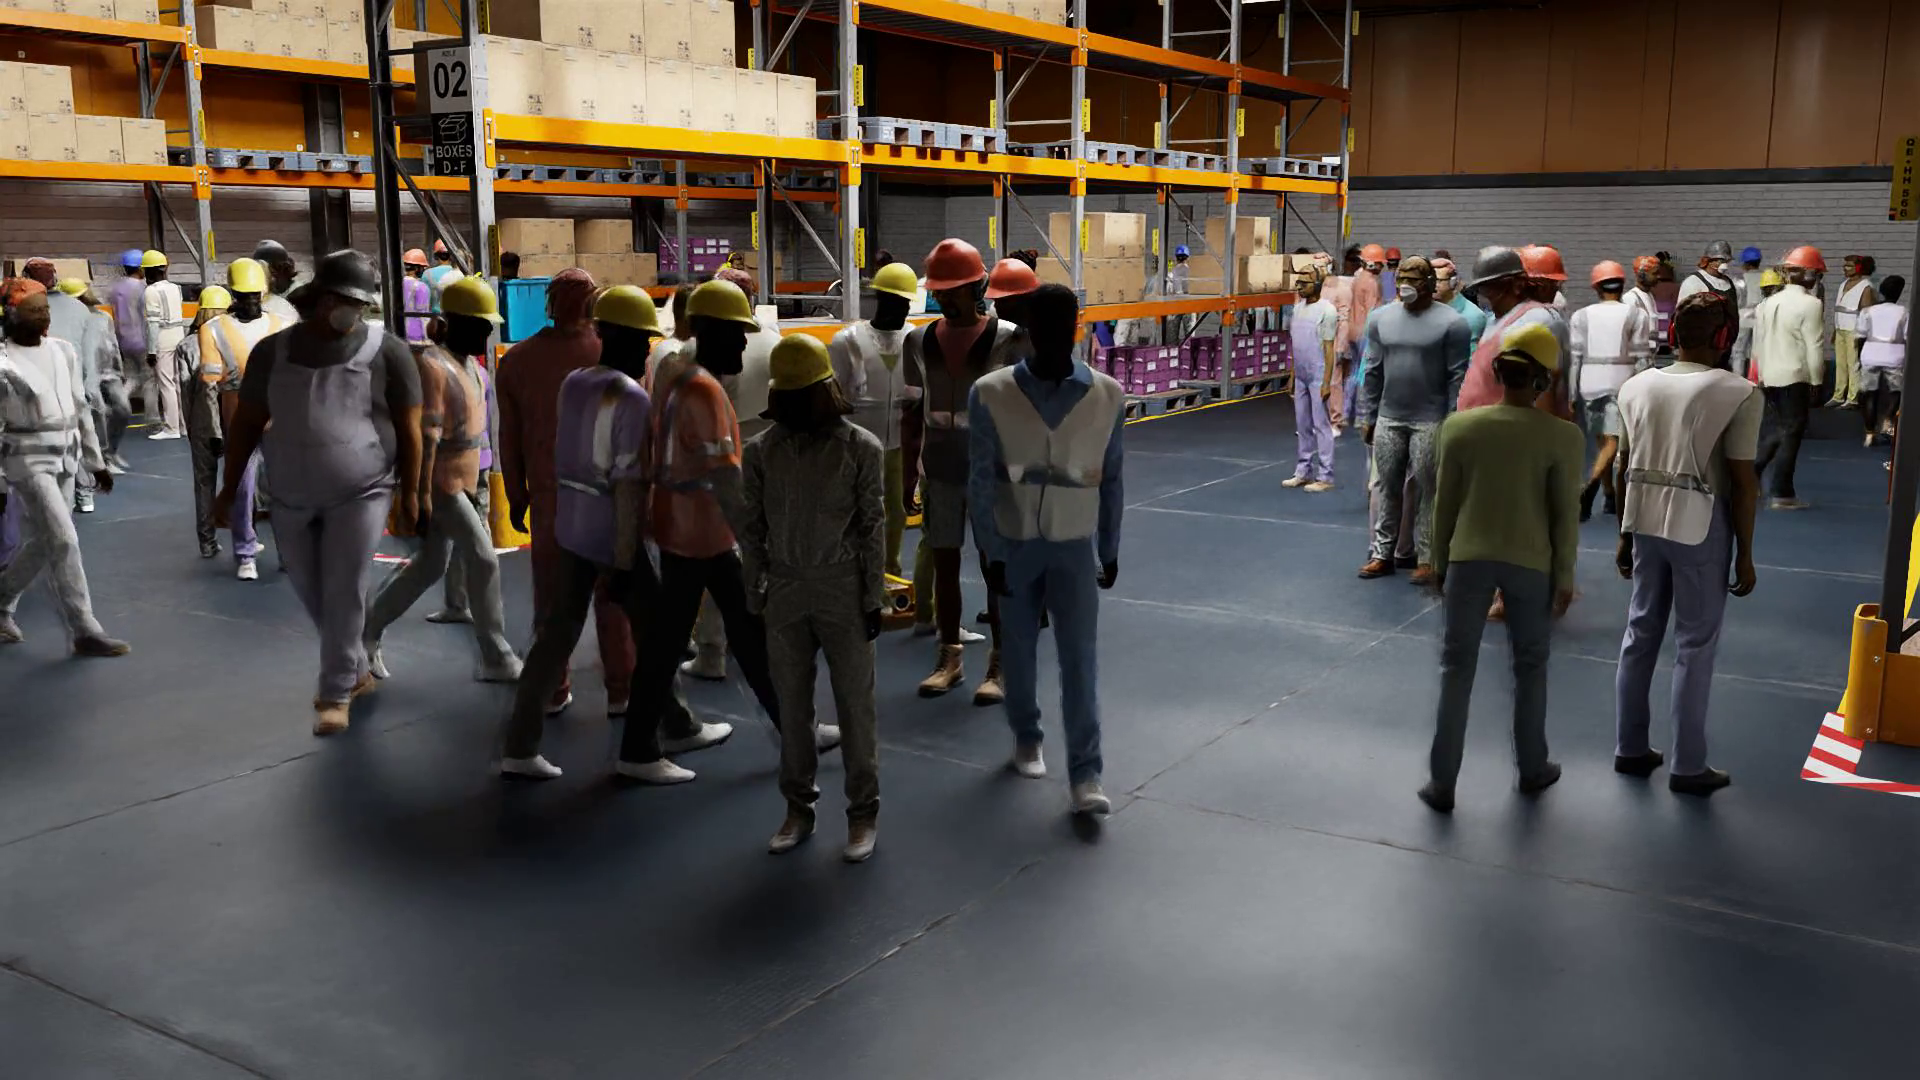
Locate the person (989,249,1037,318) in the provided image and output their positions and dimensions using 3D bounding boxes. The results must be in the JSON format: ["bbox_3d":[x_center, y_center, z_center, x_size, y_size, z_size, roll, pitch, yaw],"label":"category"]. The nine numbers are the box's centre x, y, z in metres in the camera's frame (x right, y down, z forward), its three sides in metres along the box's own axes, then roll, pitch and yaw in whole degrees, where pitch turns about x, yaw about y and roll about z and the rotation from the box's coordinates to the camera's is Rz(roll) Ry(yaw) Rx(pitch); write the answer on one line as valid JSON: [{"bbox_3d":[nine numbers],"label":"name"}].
[{"bbox_3d":[0.464,-1.140,12.192,0.599,1.958,0.373,7,12,34],"label":"person"}]

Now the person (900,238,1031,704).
[{"bbox_3d":[0.009,-0.295,7.306,0.613,2.031,0.402,4,11,22],"label":"person"}]

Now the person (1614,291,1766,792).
[{"bbox_3d":[2.656,0.010,6.147,0.393,1.836,0.560,-6,12,-31],"label":"person"}]

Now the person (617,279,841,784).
[{"bbox_3d":[-0.850,-0.015,6.191,0.977,1.868,0.641,-1,10,-4],"label":"person"}]

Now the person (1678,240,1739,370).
[{"bbox_3d":[7.710,-2.064,17.069,0.681,2.000,0.535,-5,11,-26],"label":"person"}]

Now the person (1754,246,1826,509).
[{"bbox_3d":[6.236,-1.204,12.486,0.451,1.975,0.631,0,10,-2],"label":"person"}]

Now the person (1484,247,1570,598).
[{"bbox_3d":[3.202,-0.653,9.418,0.617,1.987,0.412,-6,12,-30],"label":"person"}]

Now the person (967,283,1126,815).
[{"bbox_3d":[0.323,0.027,5.963,0.582,1.859,0.971,-1,10,-4],"label":"person"}]

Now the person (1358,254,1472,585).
[{"bbox_3d":[2.675,-0.706,9.826,0.629,1.939,0.371,8,13,39],"label":"person"}]

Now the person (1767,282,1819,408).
[{"bbox_3d":[10.073,-2.516,20.035,0.584,1.878,0.368,-7,12,-34],"label":"person"}]

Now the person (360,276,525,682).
[{"bbox_3d":[-2.423,-0.265,7.589,0.950,1.875,0.611,0,10,-3],"label":"person"}]

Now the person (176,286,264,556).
[{"bbox_3d":[-4.740,-0.758,10.685,0.479,1.733,0.332,-2,10,-9],"label":"person"}]

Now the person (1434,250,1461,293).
[{"bbox_3d":[7.507,-3.487,25.406,0.698,1.877,0.659,-2,10,-10],"label":"person"}]

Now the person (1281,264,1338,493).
[{"bbox_3d":[2.833,-1.299,13.409,0.349,1.837,0.502,-5,11,-25],"label":"person"}]

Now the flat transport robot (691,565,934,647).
[{"bbox_3d":[-0.819,0.329,8.714,1.431,0.197,0.652,-6,12,-32],"label":"flat transport robot"}]

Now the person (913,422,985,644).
[{"bbox_3d":[-0.071,-0.295,8.397,0.268,1.631,0.507,-5,12,-27],"label":"person"}]

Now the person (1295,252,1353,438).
[{"bbox_3d":[3.695,-1.985,17.047,0.399,1.900,0.635,-9,14,-41],"label":"person"}]

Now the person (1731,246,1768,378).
[{"bbox_3d":[9.978,-2.727,21.007,0.615,1.943,0.408,0,10,1],"label":"person"}]

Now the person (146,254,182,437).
[{"bbox_3d":[-8.199,-1.999,17.145,0.356,1.882,0.574,-2,10,-9],"label":"person"}]

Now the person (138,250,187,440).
[{"bbox_3d":[-8.120,-1.980,16.950,0.397,1.919,0.586,0,10,0],"label":"person"}]

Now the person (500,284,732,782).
[{"bbox_3d":[-1.361,-0.024,6.281,0.608,1.867,1.017,9,14,42],"label":"person"}]

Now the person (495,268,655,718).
[{"bbox_3d":[-1.603,-0.189,7.055,0.655,1.904,0.407,1,10,6],"label":"person"}]

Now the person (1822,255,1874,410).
[{"bbox_3d":[10.646,-2.474,19.875,0.389,1.847,0.567,-1,10,-6],"label":"person"}]

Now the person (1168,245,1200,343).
[{"bbox_3d":[3.417,-3.559,25.624,0.603,1.943,0.398,2,10,8],"label":"person"}]

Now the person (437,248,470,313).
[{"bbox_3d":[-5.718,-2.368,19.065,0.627,1.933,0.377,8,13,37],"label":"person"}]

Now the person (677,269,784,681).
[{"bbox_3d":[-1.044,-0.302,7.728,0.653,1.894,0.401,-8,13,-39],"label":"person"}]

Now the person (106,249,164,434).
[{"bbox_3d":[-8.560,-2.040,17.234,0.614,1.928,0.612,6,12,28],"label":"person"}]

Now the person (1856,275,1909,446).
[{"bbox_3d":[9.049,-1.745,16.280,0.540,1.686,0.366,9,13,40],"label":"person"}]

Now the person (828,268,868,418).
[{"bbox_3d":[-1.144,-2.188,18.144,0.598,1.906,0.404,-4,11,-22],"label":"person"}]

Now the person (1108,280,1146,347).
[{"bbox_3d":[2.239,-2.968,22.631,0.626,1.844,0.429,-10,14,-43],"label":"person"}]

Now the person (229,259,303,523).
[{"bbox_3d":[-4.916,-1.083,12.063,0.621,1.902,0.881,8,13,38],"label":"person"}]

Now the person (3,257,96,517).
[{"bbox_3d":[-6.671,-1.111,12.190,0.402,1.903,0.644,7,12,33],"label":"person"}]

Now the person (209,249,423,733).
[{"bbox_3d":[-2.699,-0.246,6.991,0.775,2.000,0.617,0,10,1],"label":"person"}]

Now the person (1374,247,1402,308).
[{"bbox_3d":[6.089,-3.153,23.436,0.585,1.915,0.694,3,11,18],"label":"person"}]

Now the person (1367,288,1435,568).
[{"bbox_3d":[2.737,-0.748,10.315,0.375,1.844,0.567,-4,11,-19],"label":"person"}]

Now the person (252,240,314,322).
[{"bbox_3d":[-5.321,-1.329,12.997,0.689,2.000,0.537,5,12,28],"label":"person"}]

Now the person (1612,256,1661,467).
[{"bbox_3d":[6.042,-1.584,14.840,0.337,1.882,0.584,8,13,38],"label":"person"}]

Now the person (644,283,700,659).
[{"bbox_3d":[-1.339,-0.326,8.050,0.482,1.812,0.623,-1,10,-3],"label":"person"}]

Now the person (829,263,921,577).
[{"bbox_3d":[-0.446,-0.539,9.009,0.663,1.906,0.446,-4,11,-23],"label":"person"}]

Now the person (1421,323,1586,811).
[{"bbox_3d":[1.948,0.099,5.975,0.525,1.724,0.624,6,12,29],"label":"person"}]

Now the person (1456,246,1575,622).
[{"bbox_3d":[2.892,-0.566,8.769,0.549,2.000,0.755,0,10,3],"label":"person"}]

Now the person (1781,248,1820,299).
[{"bbox_3d":[11.172,-2.946,22.307,0.586,1.921,0.385,1,10,5],"label":"person"}]

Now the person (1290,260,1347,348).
[{"bbox_3d":[4.225,-2.402,19.560,0.675,1.826,0.436,0,10,2],"label":"person"}]

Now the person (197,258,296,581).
[{"bbox_3d":[-4.200,-0.715,9.949,0.591,1.914,0.396,-9,13,-40],"label":"person"}]

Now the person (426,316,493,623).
[{"bbox_3d":[-2.659,-0.379,8.874,0.312,1.632,0.526,3,11,15],"label":"person"}]

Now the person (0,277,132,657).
[{"bbox_3d":[-4.550,-0.357,8.147,0.915,1.856,0.584,2,10,12],"label":"person"}]

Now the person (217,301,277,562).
[{"bbox_3d":[-4.456,-0.694,10.565,0.540,1.647,0.601,-5,11,-24],"label":"person"}]

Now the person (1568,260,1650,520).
[{"bbox_3d":[4.687,-1.082,12.112,0.575,1.888,0.848,8,13,36],"label":"person"}]

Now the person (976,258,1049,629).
[{"bbox_3d":[0.284,-0.483,8.629,0.387,1.929,0.544,-6,12,-31],"label":"person"}]

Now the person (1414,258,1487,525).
[{"bbox_3d":[3.302,-0.993,11.544,0.399,1.899,0.649,-9,14,-41],"label":"person"}]

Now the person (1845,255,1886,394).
[{"bbox_3d":[11.879,-2.823,21.881,0.536,1.824,0.455,8,13,37],"label":"person"}]

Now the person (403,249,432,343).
[{"bbox_3d":[-6.150,-2.316,18.799,0.549,1.924,0.387,7,12,34],"label":"person"}]

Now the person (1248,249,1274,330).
[{"bbox_3d":[4.800,-3.598,26.026,0.586,1.879,0.359,3,11,18],"label":"person"}]

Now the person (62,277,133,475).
[{"bbox_3d":[-7.414,-1.404,14.324,0.367,1.708,0.521,5,11,25],"label":"person"}]

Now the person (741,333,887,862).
[{"bbox_3d":[-0.484,0.191,5.444,0.490,1.729,0.323,2,10,11],"label":"person"}]

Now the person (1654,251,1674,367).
[{"bbox_3d":[11.118,-3.651,26.388,0.420,1.846,0.653,1,10,5],"label":"person"}]

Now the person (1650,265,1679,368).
[{"bbox_3d":[10.857,-3.419,25.700,0.499,1.634,0.279,10,14,44],"label":"person"}]

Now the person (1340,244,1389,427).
[{"bbox_3d":[4.345,-2.199,18.007,0.510,1.980,0.647,0,10,-1],"label":"person"}]
